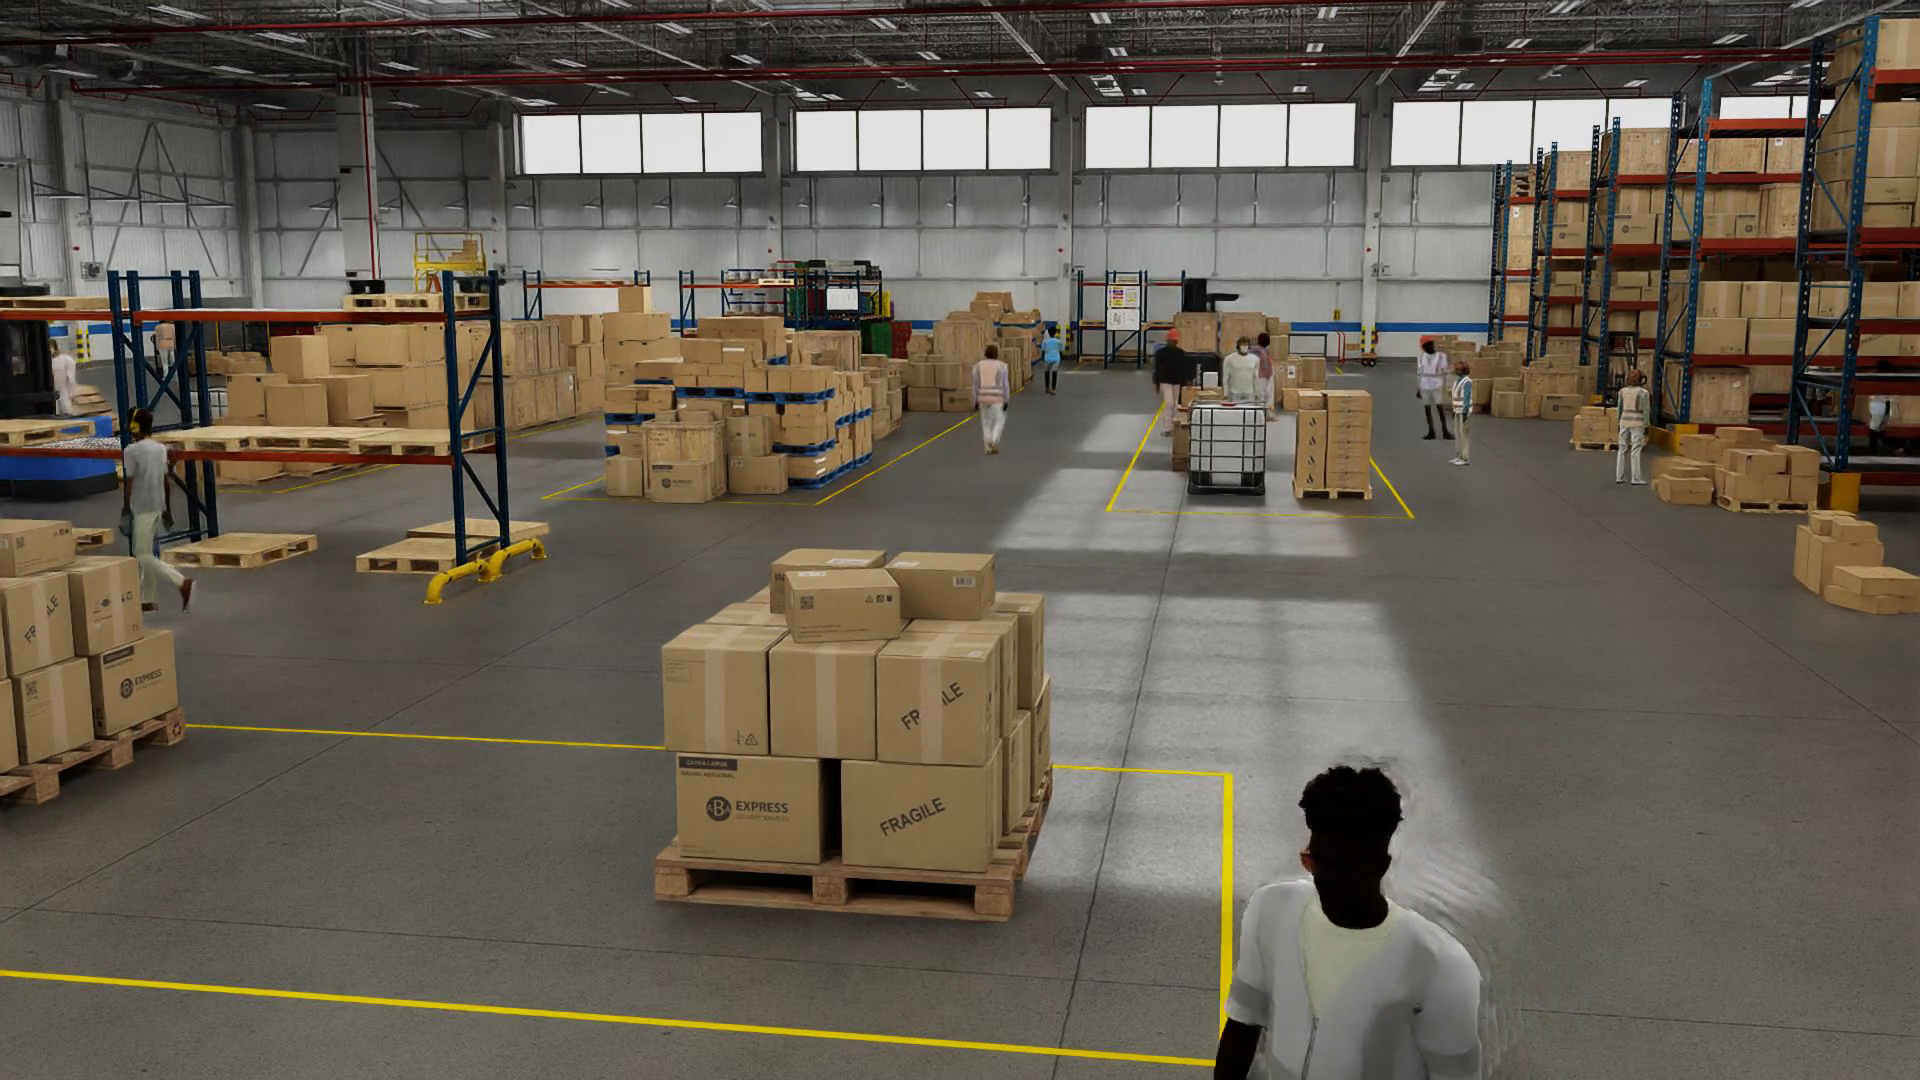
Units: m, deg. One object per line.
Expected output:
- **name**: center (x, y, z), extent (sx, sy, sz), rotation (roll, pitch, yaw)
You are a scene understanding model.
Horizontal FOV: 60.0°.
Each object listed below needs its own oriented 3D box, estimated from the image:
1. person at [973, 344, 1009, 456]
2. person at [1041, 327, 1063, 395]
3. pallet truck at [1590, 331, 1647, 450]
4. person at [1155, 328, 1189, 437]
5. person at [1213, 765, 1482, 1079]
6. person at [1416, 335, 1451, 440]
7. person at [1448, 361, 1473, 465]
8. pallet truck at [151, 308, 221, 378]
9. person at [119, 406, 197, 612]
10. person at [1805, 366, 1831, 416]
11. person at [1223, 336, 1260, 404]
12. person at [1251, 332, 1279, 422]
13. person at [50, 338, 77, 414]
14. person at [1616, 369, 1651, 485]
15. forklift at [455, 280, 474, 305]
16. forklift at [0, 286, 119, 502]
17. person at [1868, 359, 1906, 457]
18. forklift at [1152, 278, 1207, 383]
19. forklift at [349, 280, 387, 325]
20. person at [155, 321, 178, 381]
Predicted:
- **person**: center (0.513, -2.278, 27.195), extent (0.627, 1.831, 0.448), rotation (3, 10, 20)
- **person**: center (2.260, -4.393, 40.795), extent (0.540, 1.642, 0.896), rotation (0, 9, -1)
- **pallet truck**: center (11.253, -2.573, 28.499), extent (0.823, 1.965, 1.885), rotation (5, 10, 27)
- **person**: center (3.874, -2.884, 30.480), extent (0.620, 1.987, 0.452), rotation (-6, 11, -33)
- **person**: center (0.908, 1.451, 3.977), extent (1.067, 1.911, 0.607), rotation (-8, 12, -40)
- **person**: center (8.492, -2.726, 29.832), extent (0.665, 1.890, 0.398), rotation (7, 12, 38)
- **person**: center (7.843, -1.984, 25.997), extent (0.315, 1.631, 0.523), rotation (-1, 9, -5)
- **pallet truck**: center (-21.869, -5.598, 47.154), extent (0.823, 1.965, 1.885), rotation (4, 10, 26)
- **person**: center (-7.102, -0.249, 14.626), extent (0.704, 1.852, 0.537), rotation (1, 9, 9)
- **person**: center (16.001, -2.945, 30.975), extent (0.360, 1.938, 0.546), rotation (-3, 10, -17)
- **person**: center (4.721, -2.453, 27.945), extent (0.635, 1.936, 0.354), rotation (-2, 9, -11)
- **person**: center (6.015, -3.295, 33.554), extent (0.882, 1.812, 0.632), rotation (5, 10, 27)
- **person**: center (-15.133, -2.448, 27.996), extent (0.641, 1.918, 0.707), rotation (1, 9, 3)
- **person**: center (9.538, -1.599, 23.576), extent (0.307, 1.645, 0.521), rotation (-6, 11, -32)
- **forklift**: center (-13.188, -5.608, 44.501), extent (1.873, 2.768, 1.129), rotation (-3, 10, -19)
- **forklift**: center (-12.387, -1.963, 22.021), extent (1.873, 2.768, 1.129), rotation (1, 9, 9)
- **person**: center (14.300, -1.965, 25.711), extent (0.648, 1.677, 0.531), rotation (3, 10, 15)
- **forklift**: center (6.077, -5.425, 43.372), extent (1.873, 2.768, 1.129), rotation (-2, 9, -14)
- **forklift**: center (-12.668, -4.187, 35.739), extent (1.873, 2.768, 1.129), rotation (1, 9, 9)
- **person**: center (-21.654, -5.264, 45.344), extent (0.399, 1.919, 0.587), rotation (6, 11, 31)
